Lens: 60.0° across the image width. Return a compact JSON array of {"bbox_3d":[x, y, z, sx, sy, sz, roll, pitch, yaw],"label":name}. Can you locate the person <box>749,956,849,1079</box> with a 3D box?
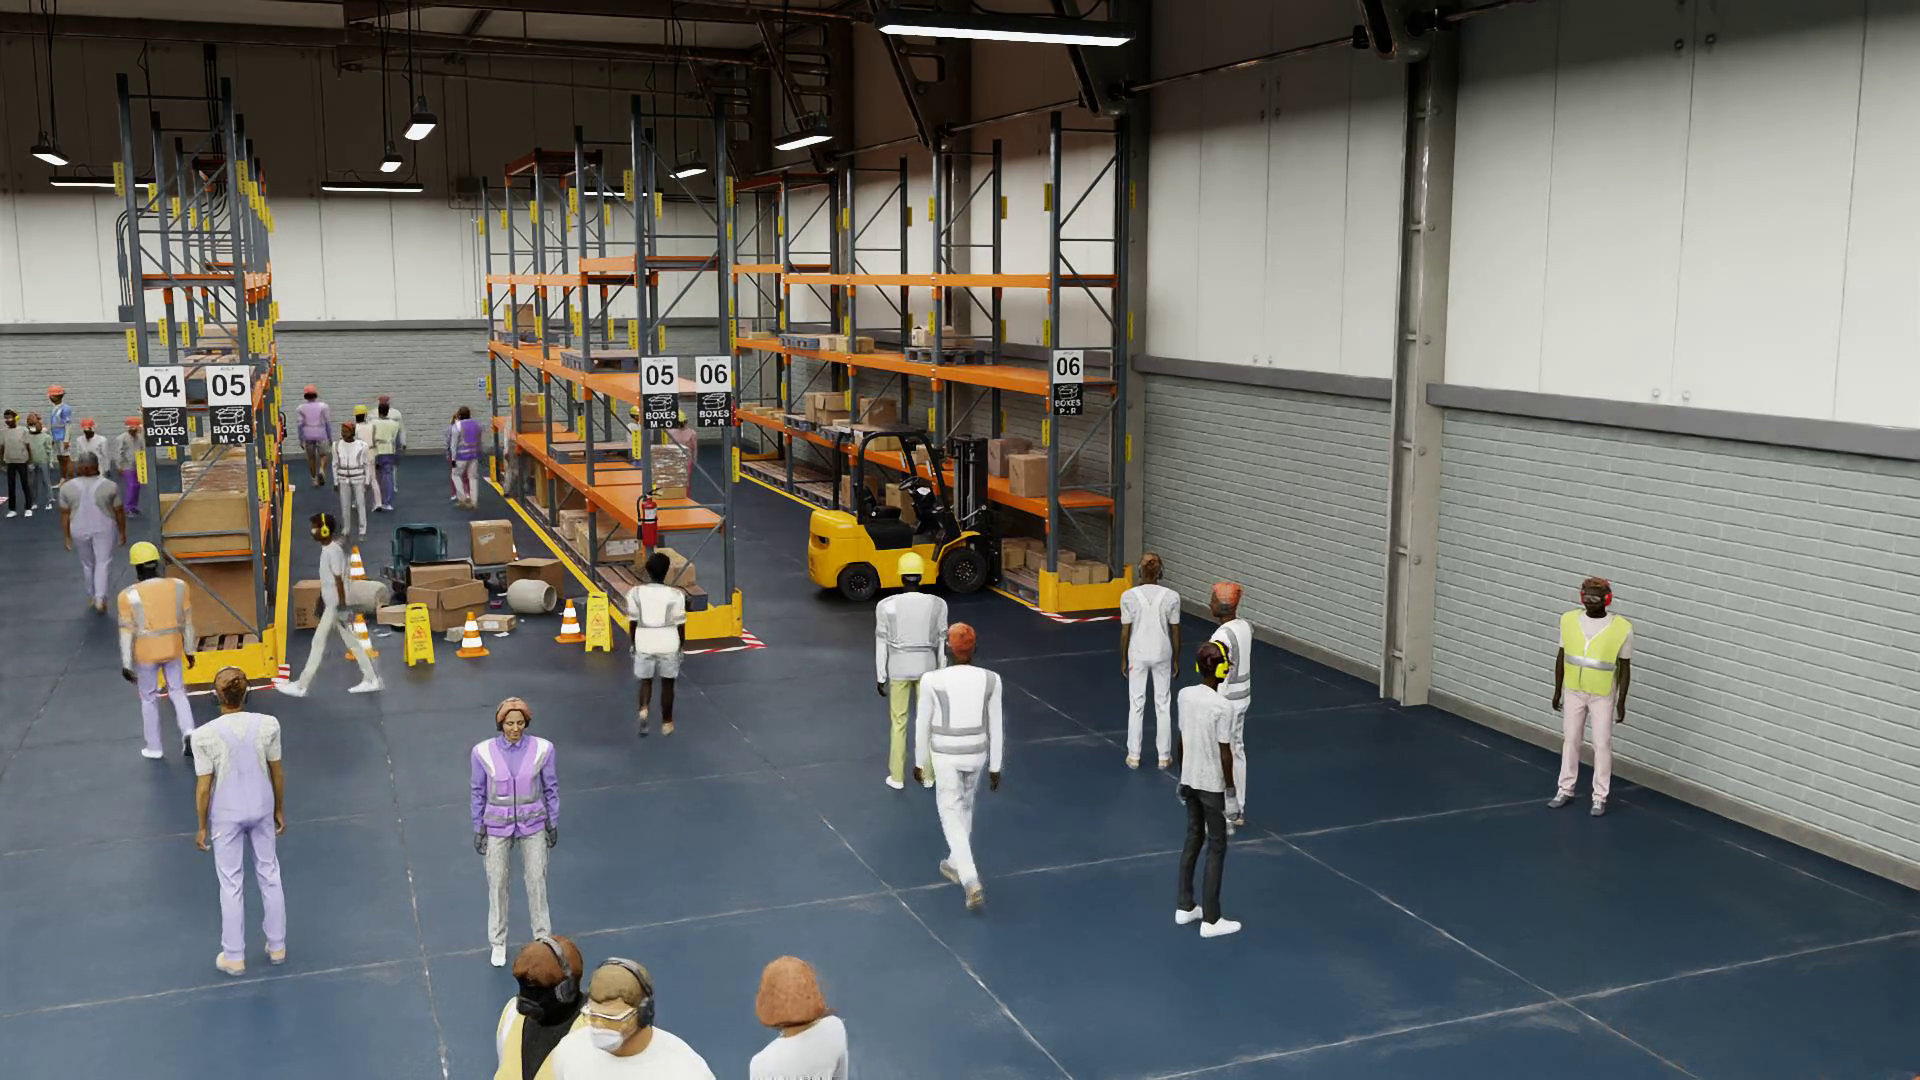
[{"bbox_3d":[-0.558,2.348,6.256,0.818,1.601,0.512,7,12,39],"label":"person"}]

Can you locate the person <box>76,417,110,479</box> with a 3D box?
[{"bbox_3d":[-14.826,-1.256,28.522,0.589,1.725,0.589,1,9,7],"label":"person"}]

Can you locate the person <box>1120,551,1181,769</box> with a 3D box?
[{"bbox_3d":[1.588,1.008,13.915,0.506,1.846,0.345,1,9,5],"label":"person"}]

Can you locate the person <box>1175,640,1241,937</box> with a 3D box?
[{"bbox_3d":[1.555,1.551,10.464,0.326,1.859,0.524,-5,10,-29],"label":"person"}]

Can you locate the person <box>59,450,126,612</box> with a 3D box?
[{"bbox_3d":[-10.691,-0.141,20.534,0.688,2.000,1.023,-3,9,-17],"label":"person"}]

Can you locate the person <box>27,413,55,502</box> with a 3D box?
[{"bbox_3d":[-16.792,-1.484,30.261,0.515,1.636,0.314,-3,9,-17],"label":"person"}]

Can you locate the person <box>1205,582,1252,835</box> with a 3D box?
[{"bbox_3d":[1.971,1.241,12.341,0.340,1.881,0.586,5,10,29],"label":"person"}]

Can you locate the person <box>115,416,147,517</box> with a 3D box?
[{"bbox_3d":[-14.230,-1.271,28.622,0.407,1.730,0.606,2,9,14],"label":"person"}]

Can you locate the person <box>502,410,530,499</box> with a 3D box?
[{"bbox_3d":[-8.253,-1.675,30.955,0.405,1.801,0.631,6,11,33],"label":"person"}]

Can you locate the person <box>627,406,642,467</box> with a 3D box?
[{"bbox_3d":[-5.917,-1.582,30.466,0.328,1.767,0.532,3,9,15],"label":"person"}]

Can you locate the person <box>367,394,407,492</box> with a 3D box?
[{"bbox_3d":[-10.939,-1.846,31.752,0.664,1.888,0.462,0,9,-2],"label":"person"}]

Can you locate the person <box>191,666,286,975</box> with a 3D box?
[{"bbox_3d":[-4.266,1.652,9.863,0.504,1.847,0.345,-7,12,-39],"label":"person"}]

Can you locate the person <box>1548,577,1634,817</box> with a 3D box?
[{"bbox_3d":[4.851,1.187,12.781,0.563,1.847,0.389,7,12,39],"label":"person"}]

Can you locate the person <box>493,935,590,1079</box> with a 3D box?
[{"bbox_3d":[-1.419,2.282,5.914,0.634,1.839,0.429,6,11,32],"label":"person"}]

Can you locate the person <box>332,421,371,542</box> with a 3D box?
[{"bbox_3d":[-9.447,-0.904,25.835,0.574,1.881,0.358,-1,9,-4],"label":"person"}]

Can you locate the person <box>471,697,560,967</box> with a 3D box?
[{"bbox_3d":[-2.664,1.740,9.986,0.514,1.634,0.313,-3,9,-17],"label":"person"}]

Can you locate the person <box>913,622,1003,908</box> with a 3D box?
[{"bbox_3d":[0.017,1.472,11.011,0.574,1.853,0.913,-3,10,-20],"label":"person"}]

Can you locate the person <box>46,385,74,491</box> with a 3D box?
[{"bbox_3d":[-17.317,-1.966,32.004,0.606,2.047,0.368,7,11,36],"label":"person"}]

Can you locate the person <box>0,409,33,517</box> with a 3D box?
[{"bbox_3d":[-16.173,-1.310,28.475,0.529,1.863,0.337,-1,9,-9],"label":"person"}]

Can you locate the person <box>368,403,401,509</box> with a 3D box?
[{"bbox_3d":[-10.240,-1.488,29.592,0.603,1.850,0.880,-6,11,-33],"label":"person"}]

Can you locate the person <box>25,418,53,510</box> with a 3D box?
[{"bbox_3d":[-16.277,-1.339,29.354,0.507,1.631,0.266,-2,9,-13],"label":"person"}]

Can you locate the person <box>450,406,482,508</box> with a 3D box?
[{"bbox_3d":[-8.820,-1.471,29.605,0.534,1.819,0.654,7,12,39],"label":"person"}]

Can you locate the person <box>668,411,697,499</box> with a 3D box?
[{"bbox_3d":[-4.951,-1.456,29.750,0.525,1.740,0.795,0,9,-2],"label":"person"}]

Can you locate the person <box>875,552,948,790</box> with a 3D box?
[{"bbox_3d":[-0.388,1.055,13.405,0.588,1.918,0.402,-1,9,-9],"label":"person"}]

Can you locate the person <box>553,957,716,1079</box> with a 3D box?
[{"bbox_3d":[-1.084,2.296,5.538,0.626,1.934,0.376,4,10,25],"label":"person"}]

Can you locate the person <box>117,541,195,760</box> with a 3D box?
[{"bbox_3d":[-6.788,0.951,14.082,0.644,1.905,0.612,8,12,43],"label":"person"}]

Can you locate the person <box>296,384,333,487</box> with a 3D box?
[{"bbox_3d":[-12.556,-2.016,32.368,0.647,2.028,0.591,-3,10,-19],"label":"person"}]

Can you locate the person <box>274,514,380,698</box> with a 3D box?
[{"bbox_3d":[-6.222,0.641,16.315,0.990,1.813,0.556,-3,10,-20],"label":"person"}]

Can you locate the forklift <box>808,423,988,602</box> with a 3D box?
[{"bbox_3d":[-0.830,-0.399,21.676,2.313,2.155,1.214,-4,10,-21],"label":"forklift"}]

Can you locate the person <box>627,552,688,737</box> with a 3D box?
[{"bbox_3d":[-2.687,0.951,14.762,0.550,1.683,0.475,0,9,3],"label":"person"}]

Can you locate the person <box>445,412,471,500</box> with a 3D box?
[{"bbox_3d":[-9.234,-1.557,30.726,0.507,1.632,0.268,-3,10,-19],"label":"person"}]

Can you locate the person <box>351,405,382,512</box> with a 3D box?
[{"bbox_3d":[-10.447,-1.431,29.181,0.592,1.884,1.009,-8,12,-42],"label":"person"}]
